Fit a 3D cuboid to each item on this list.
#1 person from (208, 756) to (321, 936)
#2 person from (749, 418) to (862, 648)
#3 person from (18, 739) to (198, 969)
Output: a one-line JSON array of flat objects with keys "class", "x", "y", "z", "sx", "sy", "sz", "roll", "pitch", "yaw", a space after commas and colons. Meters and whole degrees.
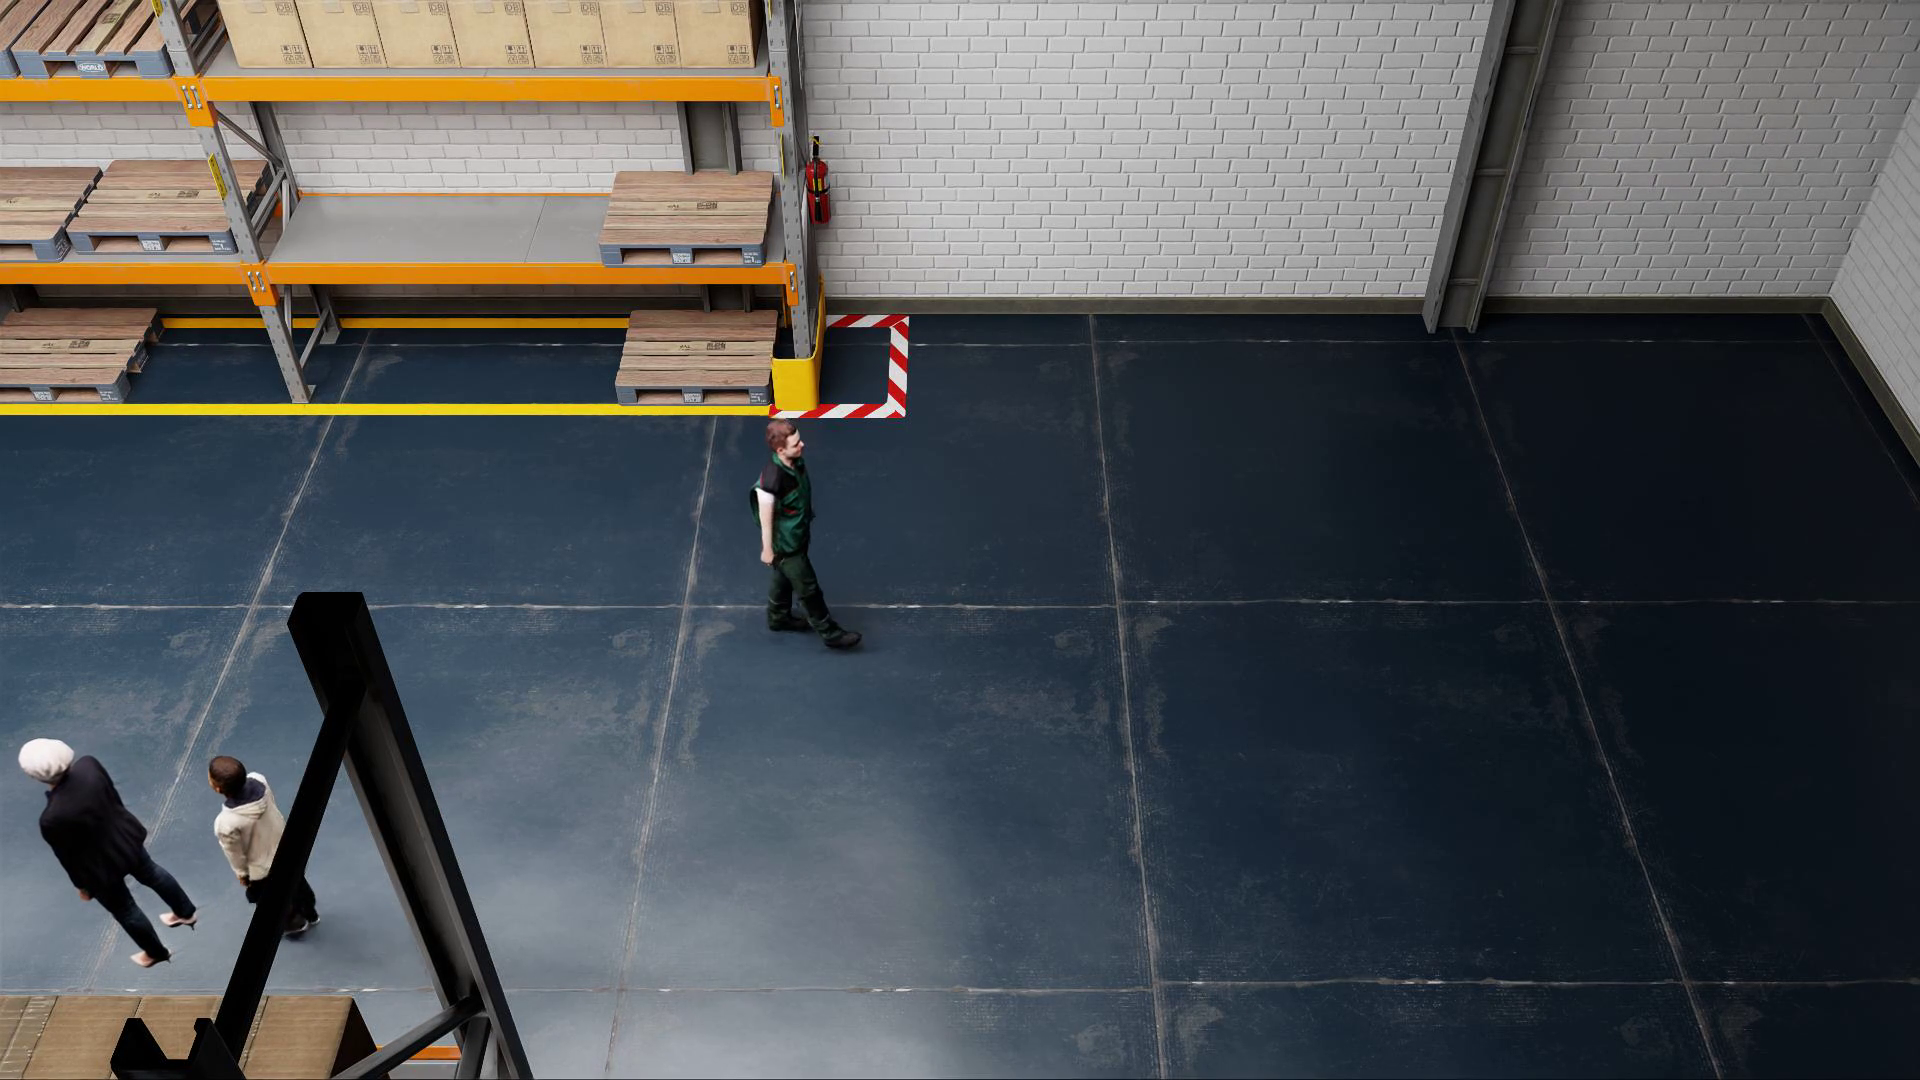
[{"class": "person", "x": -3.780, "y": 1.718, "z": 9.148, "sx": 0.590, "sy": 1.444, "sz": 0.643, "roll": 11, "pitch": 45, "yaw": 11}, {"class": "person", "x": -1.168, "y": -0.047, "z": 10.729, "sx": 0.967, "sy": 1.819, "sz": 0.766, "roll": 8, "pitch": 44, "yaw": 8}, {"class": "person", "x": -4.283, "y": 1.541, "z": 8.394, "sx": 0.640, "sy": 1.778, "sz": 0.750, "roll": 7, "pitch": 44, "yaw": 7}]
